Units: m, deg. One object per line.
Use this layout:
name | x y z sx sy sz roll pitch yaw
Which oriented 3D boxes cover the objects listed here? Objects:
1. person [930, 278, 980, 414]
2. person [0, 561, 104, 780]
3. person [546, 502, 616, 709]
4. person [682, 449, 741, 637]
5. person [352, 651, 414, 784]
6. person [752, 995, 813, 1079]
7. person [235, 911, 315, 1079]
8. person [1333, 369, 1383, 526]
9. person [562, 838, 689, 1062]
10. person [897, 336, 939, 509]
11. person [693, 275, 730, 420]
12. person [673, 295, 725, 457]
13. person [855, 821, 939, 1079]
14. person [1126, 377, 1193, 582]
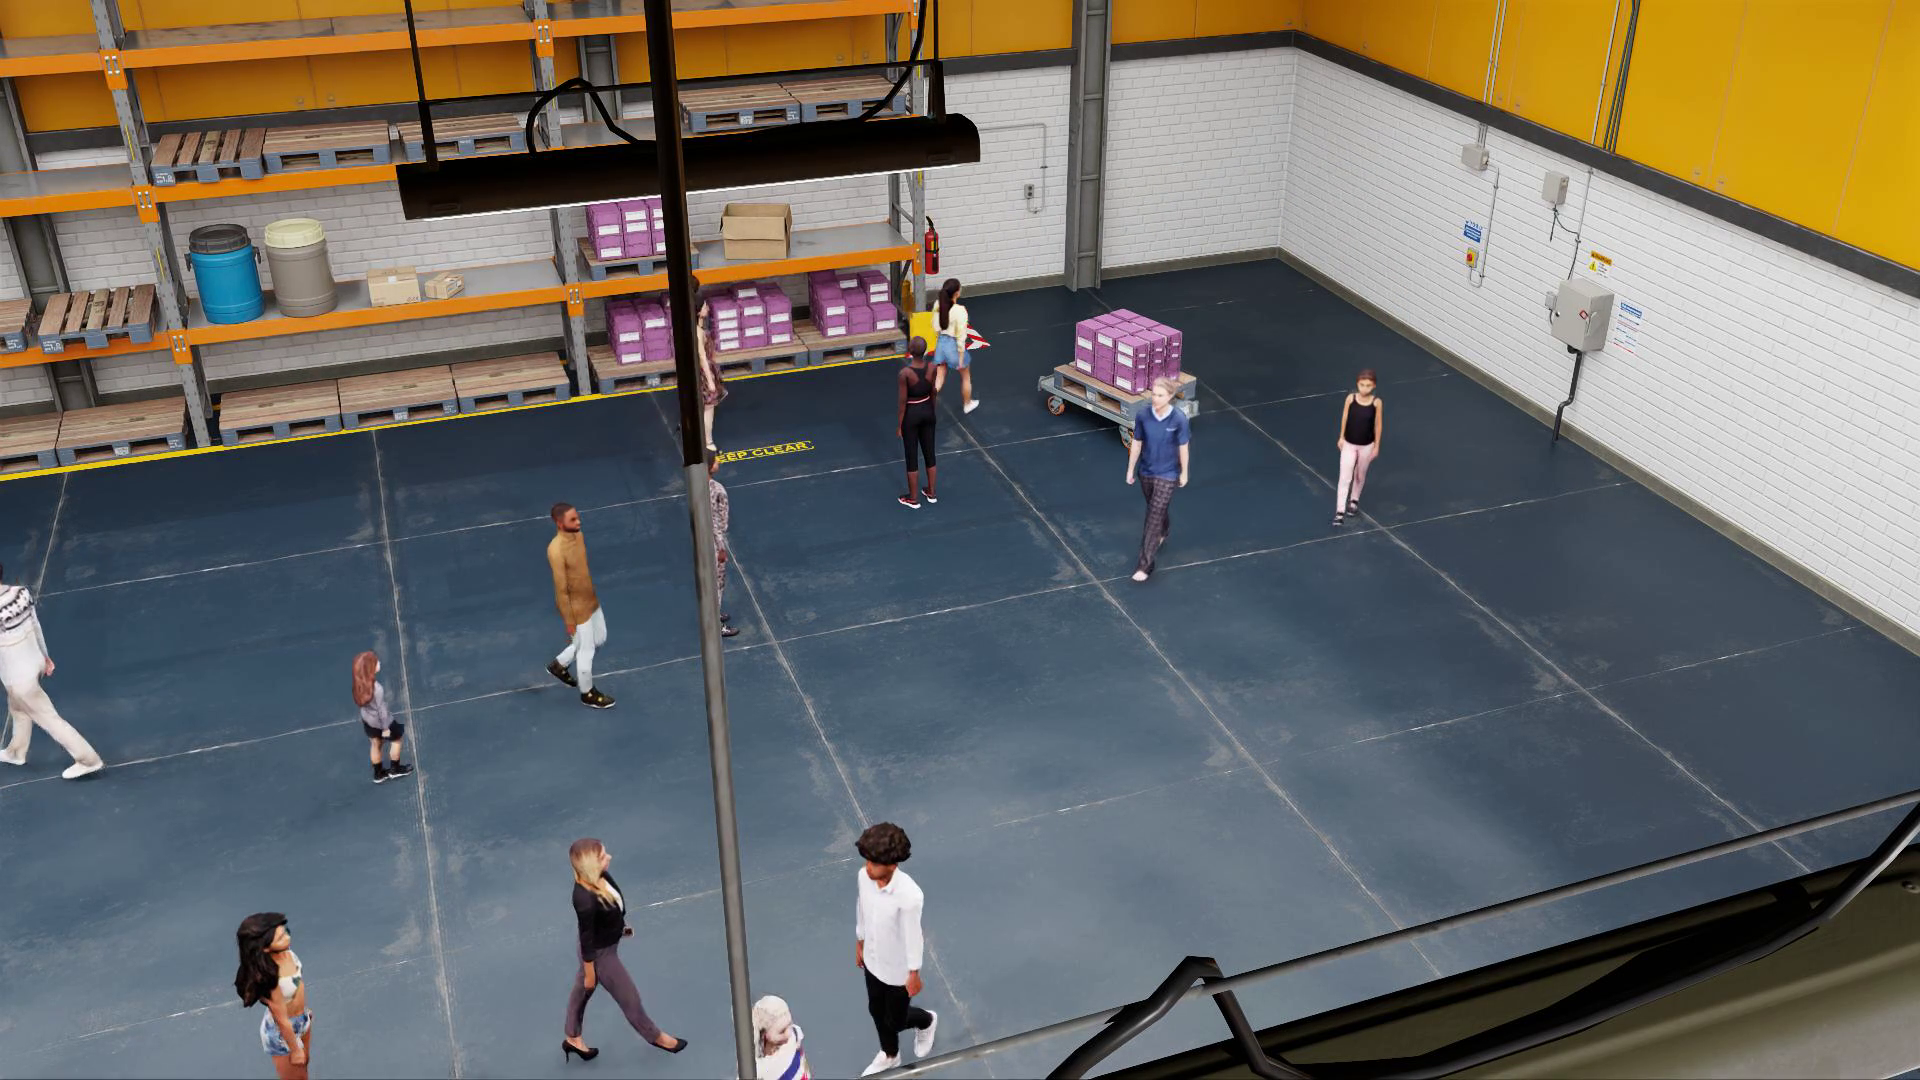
person | -0.168 -1.959 17.691 1.054 1.589 1.240 20 34 32
person | -6.737 0.965 12.088 1.257 1.821 0.928 -1 29 -2
person | -3.053 0.503 12.953 0.958 1.804 0.867 6 29 10
person | -2.096 0.006 13.958 0.552 1.713 0.565 -10 30 -18
person | -4.319 1.317 12.198 0.576 1.097 0.614 23 36 36
person | -0.987 2.977 8.422 0.799 1.800 0.761 9 30 16
person | -3.687 2.691 9.127 0.579 1.626 0.579 -6 29 -12
person | 3.804 -0.928 15.852 0.940 1.540 0.930 8 30 14
person | -2.181 2.410 9.627 0.998 1.640 0.696 -6 29 -11
person | -0.398 -1.152 16.038 0.536 1.754 0.683 -17 33 -28
person | -2.712 -2.061 17.825 0.758 1.639 0.635 -13 31 -23
person | -2.698 -1.635 16.914 0.835 1.763 0.708 -5 29 -9
person | -0.341 2.351 9.567 0.822 1.801 0.907 24 37 37
person | 1.812 -0.622 14.996 1.167 1.821 1.268 15 32 26
